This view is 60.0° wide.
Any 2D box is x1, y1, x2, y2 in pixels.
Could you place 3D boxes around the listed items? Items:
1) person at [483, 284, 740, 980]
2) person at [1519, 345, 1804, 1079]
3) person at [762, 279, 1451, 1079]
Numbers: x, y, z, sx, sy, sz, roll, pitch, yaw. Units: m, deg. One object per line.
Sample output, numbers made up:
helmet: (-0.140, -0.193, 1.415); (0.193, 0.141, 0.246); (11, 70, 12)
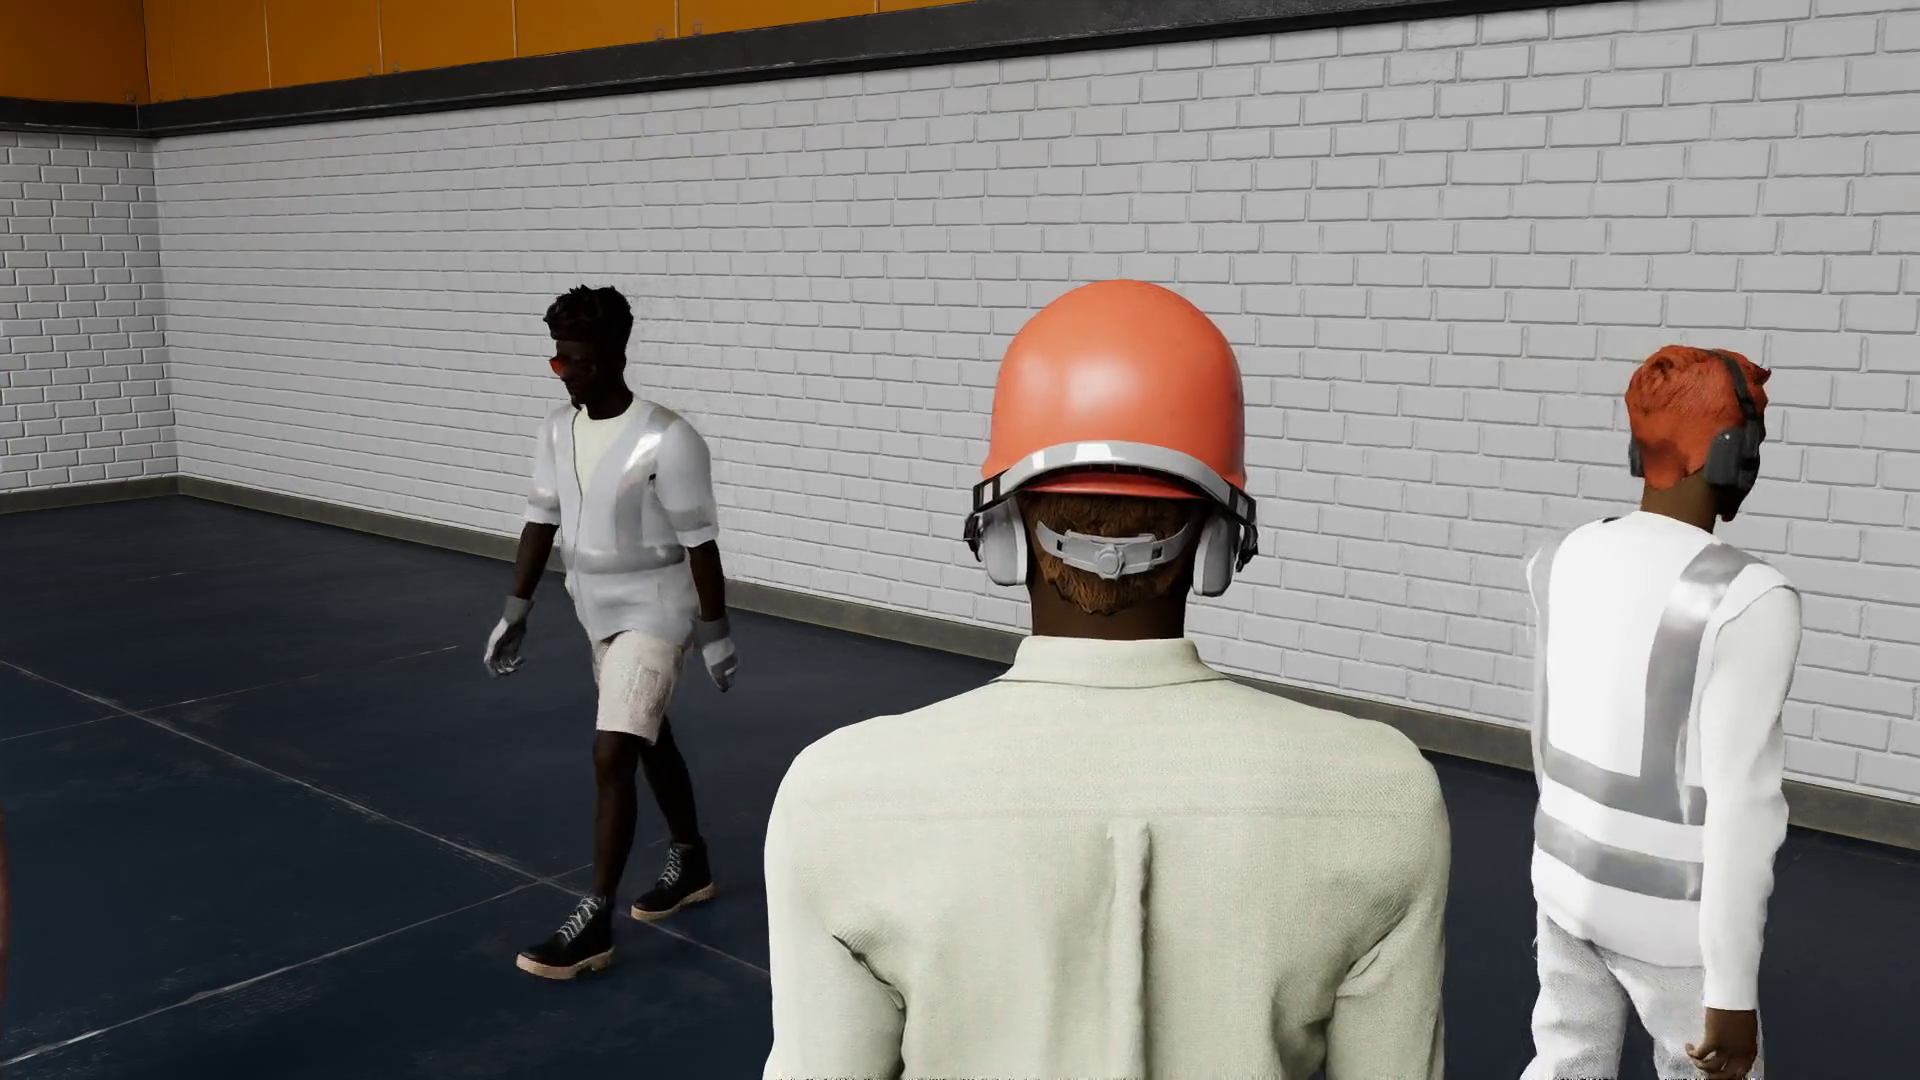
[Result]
person: (-1.031, 0.244, 4.745); (0.615, 1.914, 0.934); (9, 13, 41)
person: (1.220, 0.611, 2.827); (0.638, 1.875, 0.609); (-3, 11, -19)
person: (0.129, 0.765, 1.555); (0.625, 1.992, 0.388); (-1, 10, -4)
